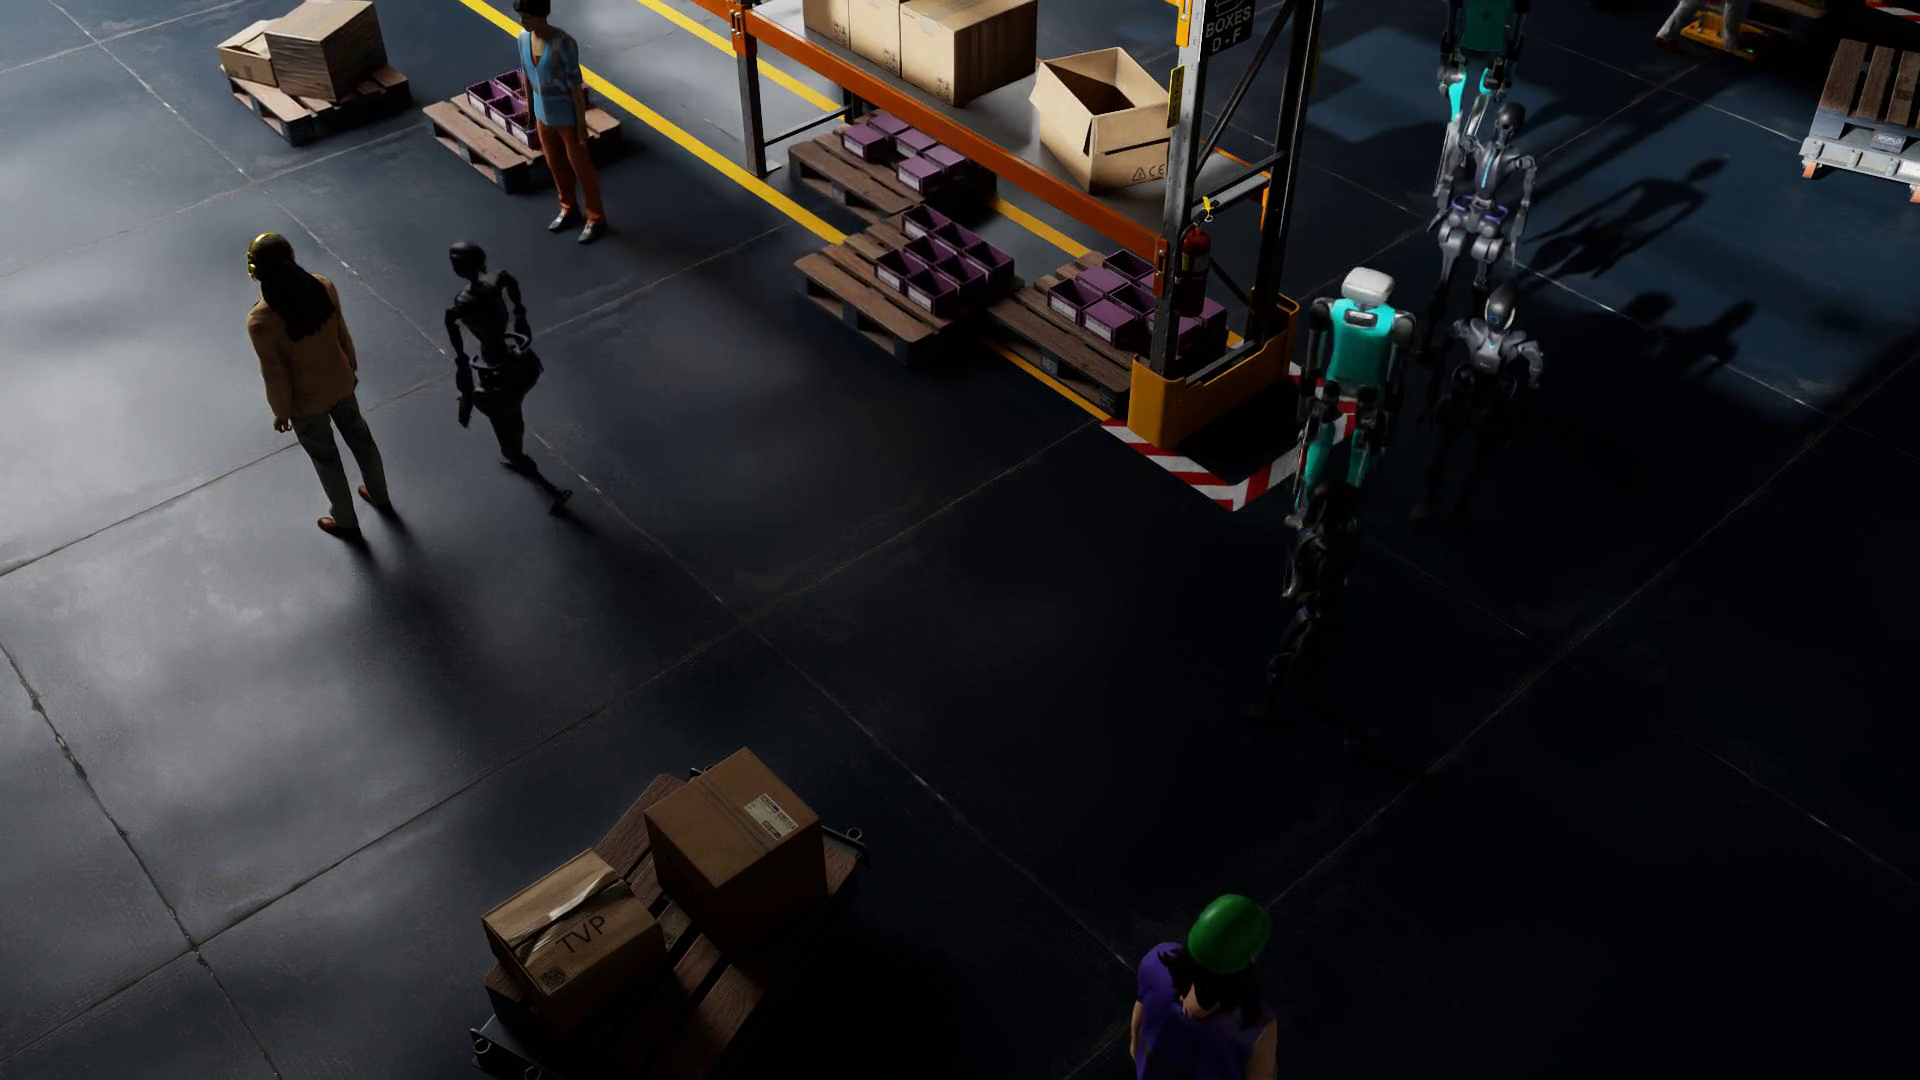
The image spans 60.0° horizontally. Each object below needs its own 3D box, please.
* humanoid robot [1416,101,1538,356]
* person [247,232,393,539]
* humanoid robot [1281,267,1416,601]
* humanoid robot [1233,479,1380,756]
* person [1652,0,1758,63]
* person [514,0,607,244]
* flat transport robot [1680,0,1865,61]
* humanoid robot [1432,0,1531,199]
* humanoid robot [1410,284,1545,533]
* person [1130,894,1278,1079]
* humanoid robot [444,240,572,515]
[{"bbox_3d":[3.149,-1.915,10.182,0.596,1.631,0.788,24,48,23],"label":"humanoid robot"},{"bbox_3d":[-3.384,-0.793,8.773,0.409,1.877,0.553,23,47,23],"label":"person"},{"bbox_3d":[1.923,-0.432,8.519,0.546,1.778,0.892,13,44,13],"label":"humanoid robot"},{"bbox_3d":[1.699,0.361,7.688,0.661,1.648,0.602,6,43,6],"label":"humanoid robot"},{"bbox_3d":[6.047,-4.612,13.000,0.822,1.799,0.525,21,47,22],"label":"person"},{"bbox_3d":[-2.683,-2.829,11.073,0.502,1.758,0.333,21,46,21],"label":"person"},{"bbox_3d":[6.686,-4.389,13.869,1.431,0.231,0.659,-32,52,-30],"label":"flat transport robot"},{"bbox_3d":[3.593,-3.296,11.605,0.543,1.777,0.887,11,44,12],"label":"humanoid robot"},{"bbox_3d":[2.738,-0.686,8.807,0.610,1.641,0.394,19,46,19],"label":"humanoid robot"},{"bbox_3d":[0.828,1.886,5.816,0.534,1.932,0.417,30,50,28],"label":"person"},{"bbox_3d":[-2.456,-0.884,9.063,0.698,1.661,0.616,20,46,21],"label":"humanoid robot"}]
